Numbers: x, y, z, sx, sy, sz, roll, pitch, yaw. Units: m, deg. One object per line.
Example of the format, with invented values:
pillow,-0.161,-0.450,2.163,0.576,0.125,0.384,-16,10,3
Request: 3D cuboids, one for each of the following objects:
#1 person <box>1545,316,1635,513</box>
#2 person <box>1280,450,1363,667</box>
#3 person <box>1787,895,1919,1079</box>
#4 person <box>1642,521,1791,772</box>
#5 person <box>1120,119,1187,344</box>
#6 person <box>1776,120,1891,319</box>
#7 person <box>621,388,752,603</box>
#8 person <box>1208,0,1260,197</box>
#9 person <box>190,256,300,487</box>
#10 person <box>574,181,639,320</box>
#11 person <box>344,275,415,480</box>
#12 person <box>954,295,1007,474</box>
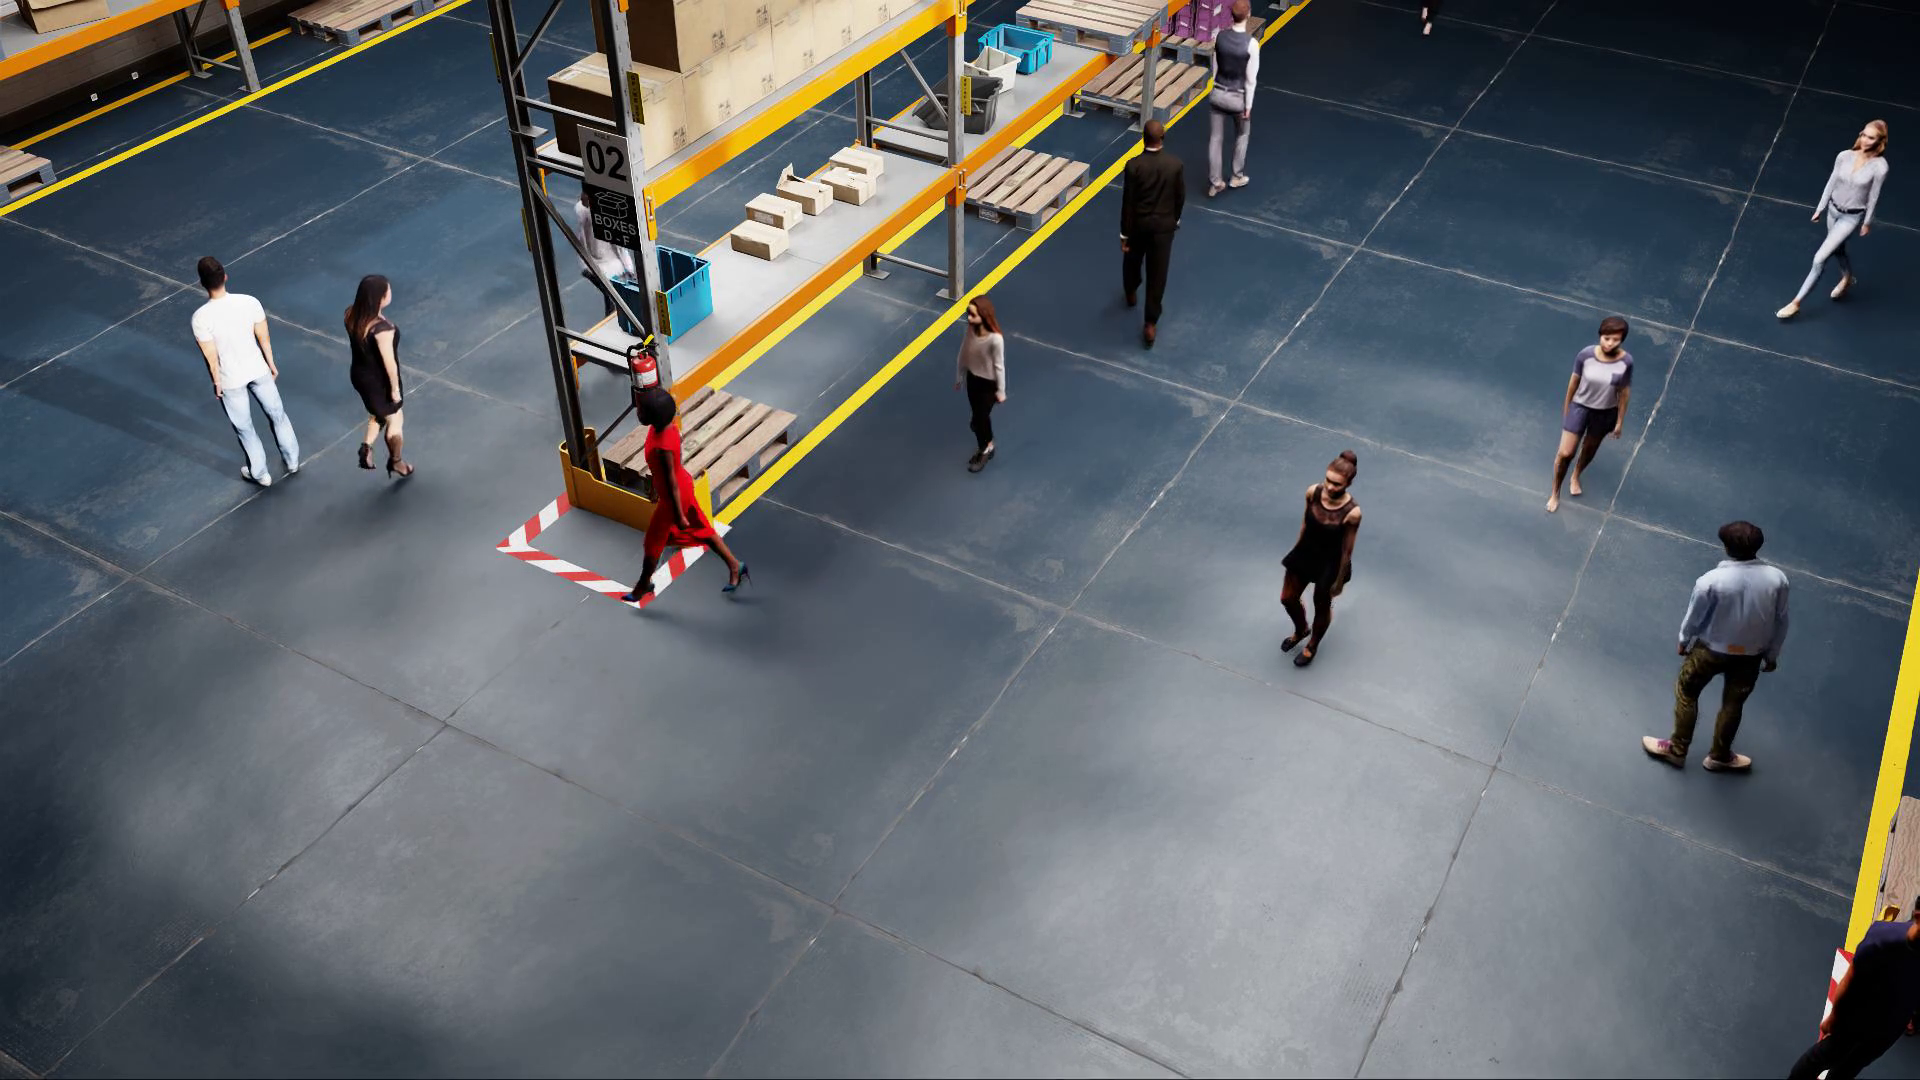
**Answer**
person,4.647,-0.998,12.204,0.676,1.548,0.823,9,39,11
person,2.383,0.099,10.733,0.657,1.669,0.657,-30,47,-32
person,4.366,2.243,7.951,0.716,1.790,0.736,-4,39,-5
person,4.637,0.682,9.905,0.894,1.791,0.744,15,41,18
person,1.611,-2.558,13.899,1.040,1.870,1.312,2,39,3
person,7.617,-2.763,14.252,1.265,1.750,1.026,-19,42,-22
person,-1.819,-0.262,11.167,1.092,1.691,1.114,-5,39,-7
person,2.537,-4.194,15.907,0.656,1.921,0.722,21,43,24
person,-5.292,-1.241,12.253,0.789,1.865,0.590,32,48,33
person,-2.930,-2.143,13.470,0.616,1.757,0.619,21,43,24
person,-4.357,-1.134,12.257,0.752,1.694,0.848,28,46,30
person,0.222,-1.209,12.528,0.627,1.474,0.626,-32,48,-33
